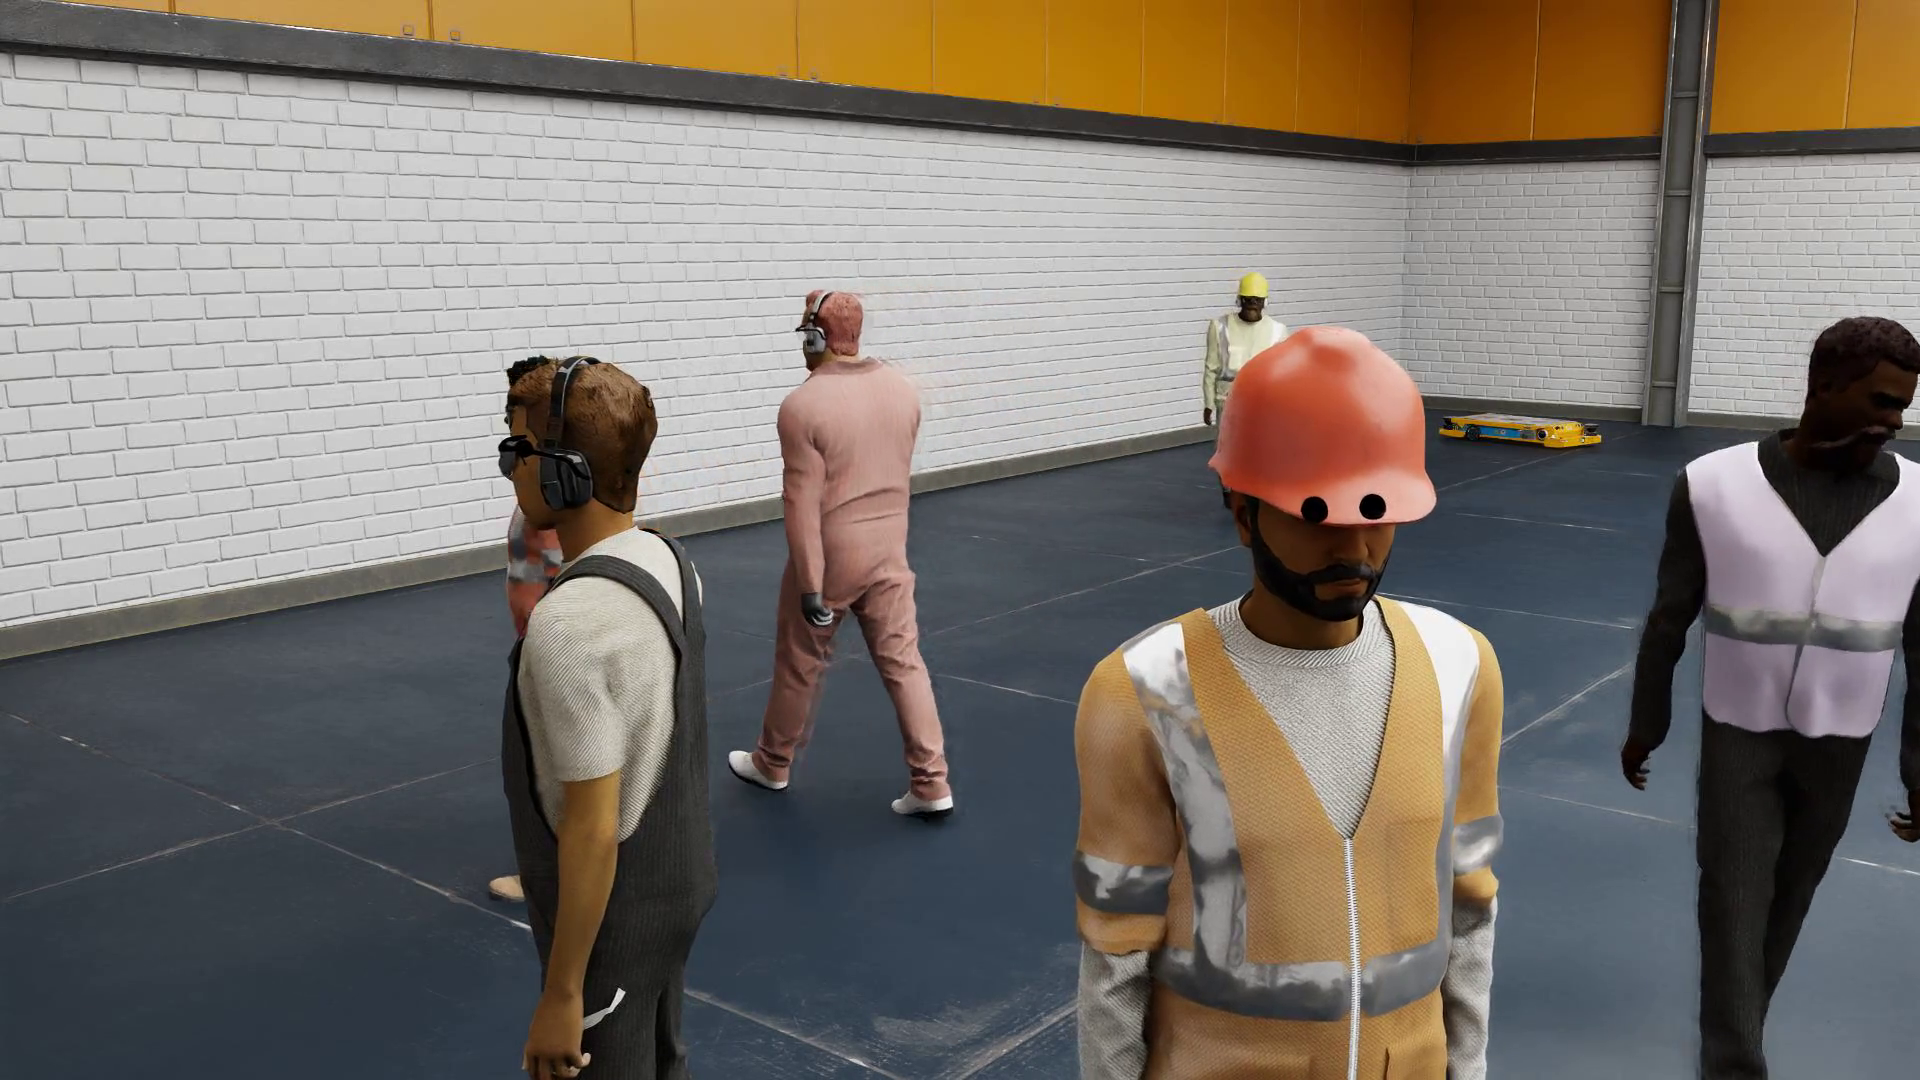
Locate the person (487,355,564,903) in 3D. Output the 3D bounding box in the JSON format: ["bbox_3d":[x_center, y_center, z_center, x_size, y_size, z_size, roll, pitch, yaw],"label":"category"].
[{"bbox_3d":[-1.157,0.276,5.071,0.564,1.683,0.544,-2,10,-9],"label":"person"}]

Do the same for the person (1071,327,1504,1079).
[{"bbox_3d":[0.409,0.711,2.021,0.538,1.930,0.378,-2,11,-13],"label":"person"}]

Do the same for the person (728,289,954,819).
[{"bbox_3d":[-0.404,0.052,5.881,0.642,1.856,1.014,-9,14,-42],"label":"person"}]

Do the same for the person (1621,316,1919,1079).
[{"bbox_3d":[1.822,0.453,3.636,0.638,1.852,0.990,2,11,13],"label":"person"}]

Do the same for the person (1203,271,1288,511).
[{"bbox_3d":[2.023,-1.004,11.831,0.598,1.810,0.678,1,10,6],"label":"person"}]

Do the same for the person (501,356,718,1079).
[{"bbox_3d":[-0.572,0.627,2.700,0.338,1.845,0.514,1,10,6],"label":"person"}]

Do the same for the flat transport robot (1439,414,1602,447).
[{"bbox_3d":[5.606,-1.110,16.683,0.652,0.197,1.431,-8,13,-38],"label":"flat transport robot"}]
